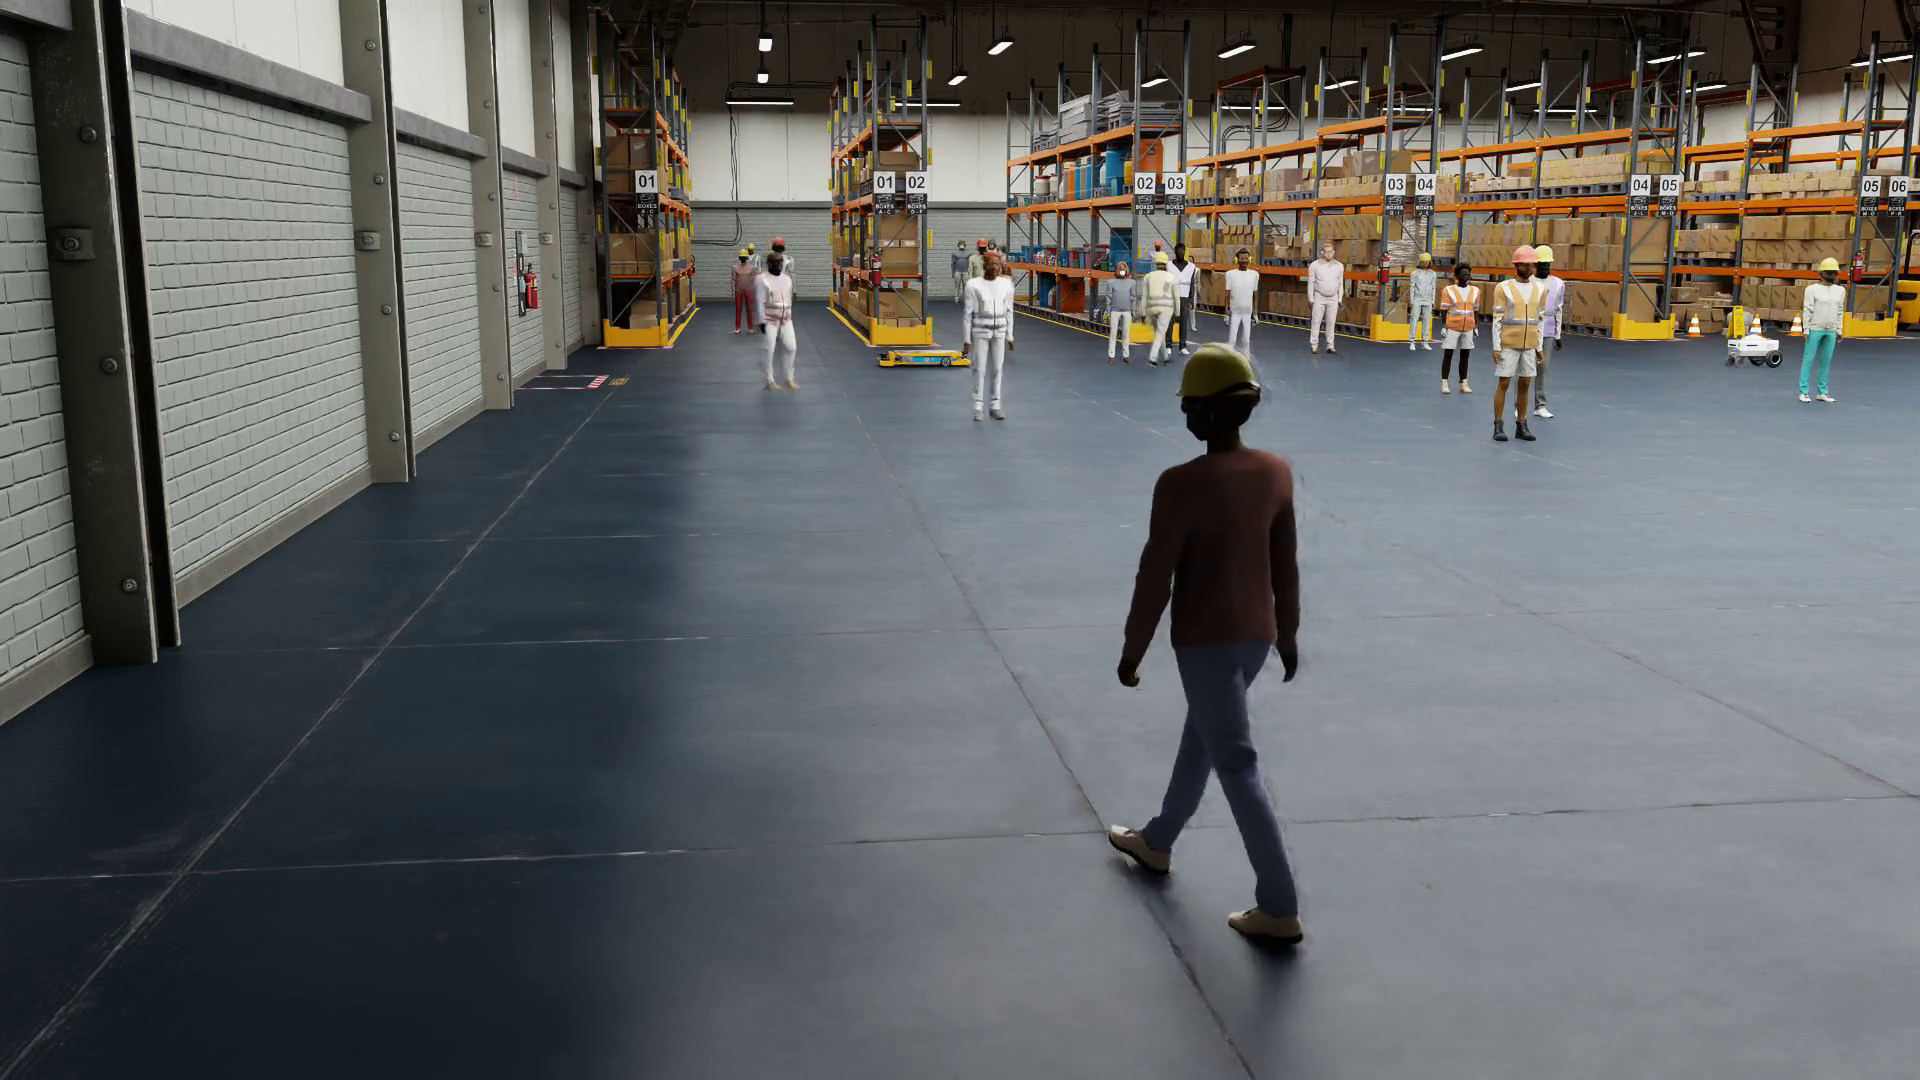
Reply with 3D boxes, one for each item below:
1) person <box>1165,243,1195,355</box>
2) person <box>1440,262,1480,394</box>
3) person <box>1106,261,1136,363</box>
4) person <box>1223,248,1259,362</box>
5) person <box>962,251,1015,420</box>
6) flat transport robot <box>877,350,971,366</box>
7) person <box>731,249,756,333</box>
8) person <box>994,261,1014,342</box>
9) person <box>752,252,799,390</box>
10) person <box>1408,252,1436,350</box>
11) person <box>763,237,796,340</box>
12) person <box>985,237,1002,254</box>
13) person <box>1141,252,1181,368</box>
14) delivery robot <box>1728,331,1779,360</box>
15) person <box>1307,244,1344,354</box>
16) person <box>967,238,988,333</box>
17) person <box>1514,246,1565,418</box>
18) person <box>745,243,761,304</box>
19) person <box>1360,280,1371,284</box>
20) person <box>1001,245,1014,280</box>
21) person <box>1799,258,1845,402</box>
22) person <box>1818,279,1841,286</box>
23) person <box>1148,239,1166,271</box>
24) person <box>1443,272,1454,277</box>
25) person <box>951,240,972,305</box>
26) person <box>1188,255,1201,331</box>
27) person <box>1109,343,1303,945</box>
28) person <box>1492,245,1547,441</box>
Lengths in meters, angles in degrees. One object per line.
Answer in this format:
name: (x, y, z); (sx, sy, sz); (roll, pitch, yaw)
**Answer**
person: (3.773, -4.166, 28.770); (0.592, 1.920, 0.392); (-1, 10, -7)
person: (6.471, -2.740, 21.551); (0.535, 1.700, 0.318); (-1, 10, -7)
person: (2.589, -3.656, 26.756); (0.500, 1.633, 0.282); (-1, 10, -7)
person: (4.029, -3.237, 23.810); (0.513, 1.872, 0.328); (-1, 10, -7)
person: (0.306, -2.254, 18.442); (0.615, 1.871, 0.345); (-4, 11, -23)
flat transport robot: (-0.576, -2.871, 26.185); (1.431, 0.197, 0.652); (-1, 10, -7)
person: (-4.568, -5.255, 35.151); (0.525, 1.772, 0.305); (-1, 10, -7)
person: (0.671, -3.977, 28.537); (0.518, 1.625, 0.369); (0, 10, 2)
person: (-2.401, -2.869, 21.931); (0.631, 1.822, 0.643); (-8, 13, -37)
person: (8.322, -4.288, 29.916); (0.487, 1.746, 0.287); (-1, 10, -7)
person: (-3.515, -4.893, 32.489); (0.628, 2.019, 0.723); (0, 10, -2)
person: (0.959, -8.017, 49.543); (0.688, 2.000, 0.651); (0, 10, -2)
person: (3.126, -3.570, 25.882); (0.602, 1.785, 0.949); (7, 13, 34)
delivery robot: (12.382, -3.019, 25.965); (0.707, 0.478, 0.477); (-1, 10, -7)
person: (6.357, -4.184, 28.902); (0.642, 1.909, 0.409); (-1, 10, -7)
person: (0.463, -5.339, 34.986); (0.612, 1.995, 0.379); (-1, 10, -7)
person: (6.482, -2.326, 18.656); (0.587, 1.927, 0.367); (-1, 10, -7)
person: (-6.330, -8.076, 50.425); (0.590, 1.837, 0.404); (-1, 10, -7)
person: (12.285, -8.066, 50.091); (0.631, 1.940, 0.372); (-1, 10, -7)
person: (1.264, -7.665, 48.312); (0.948, 1.795, 0.495); (-4, 11, -23)
person: (10.609, -2.574, 20.453); (0.525, 1.772, 0.305); (-1, 10, -7)
person: (20.260, -6.010, 38.743); (0.606, 1.966, 0.367); (-1, 10, -7)
person: (5.939, -8.069, 50.103); (0.545, 1.942, 0.350); (-1, 10, -7)
person: (14.512, -7.831, 49.114); (0.559, 1.824, 0.564); (-3, 11, -15)
person: (0.051, -7.952, 49.470); (0.631, 1.940, 0.372); (-1, 10, -7)
person: (4.941, -5.333, 35.931); (0.514, 1.641, 0.308); (-1, 10, -7)
person: (0.740, 0.279, 4.936); (0.542, 1.712, 0.903); (-8, 13, -37)
person: (5.570, -1.952, 16.569); (0.545, 1.942, 0.350); (-1, 10, -7)
